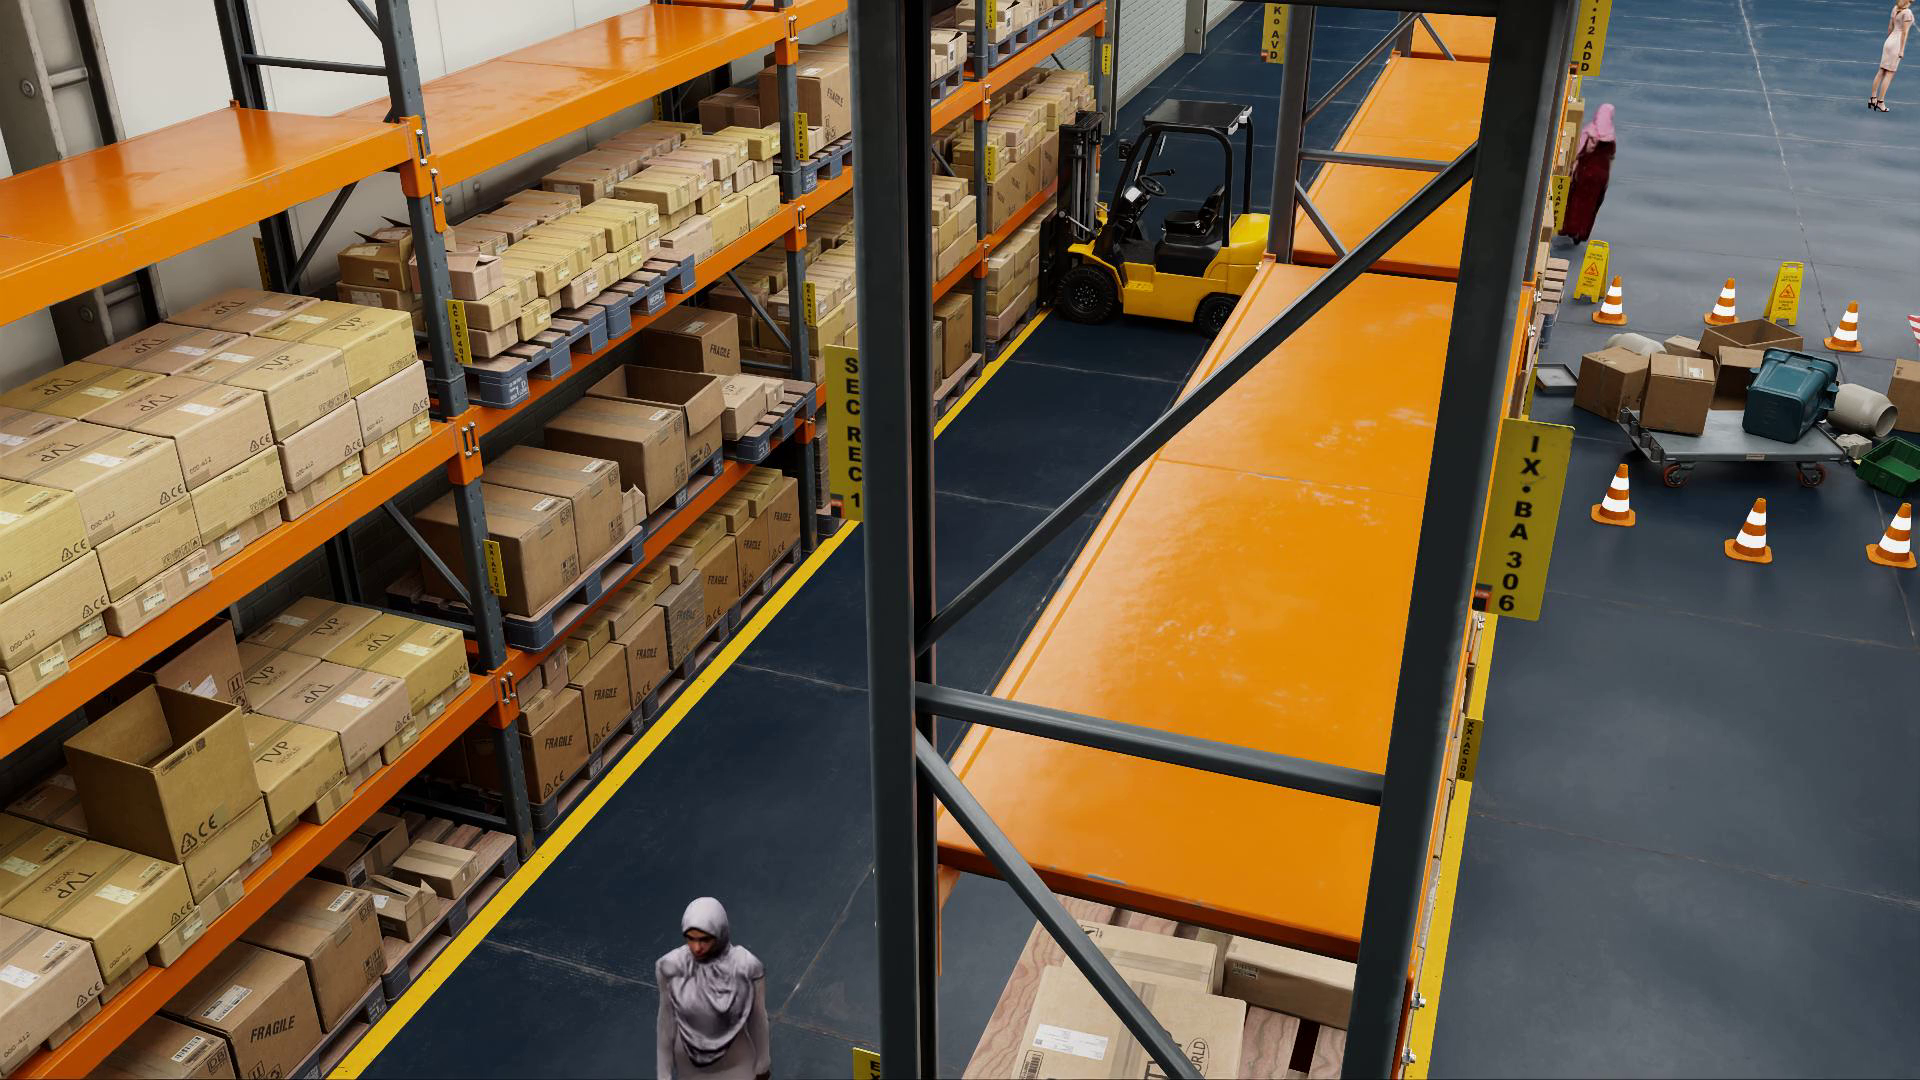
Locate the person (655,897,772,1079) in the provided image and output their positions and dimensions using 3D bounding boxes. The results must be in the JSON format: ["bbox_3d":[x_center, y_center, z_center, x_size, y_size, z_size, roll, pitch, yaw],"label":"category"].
[{"bbox_3d":[-1.028,2.196,7.169,0.659,1.763,0.639,6,29,11],"label":"person"}]

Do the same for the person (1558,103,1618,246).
[{"bbox_3d":[7.355,-4.243,19.442,0.706,1.591,0.800,1,28,1],"label":"person"}]

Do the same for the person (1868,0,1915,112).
[{"bbox_3d":[14.149,-7.456,25.223,0.705,1.829,0.568,-1,28,-2],"label":"person"}]
